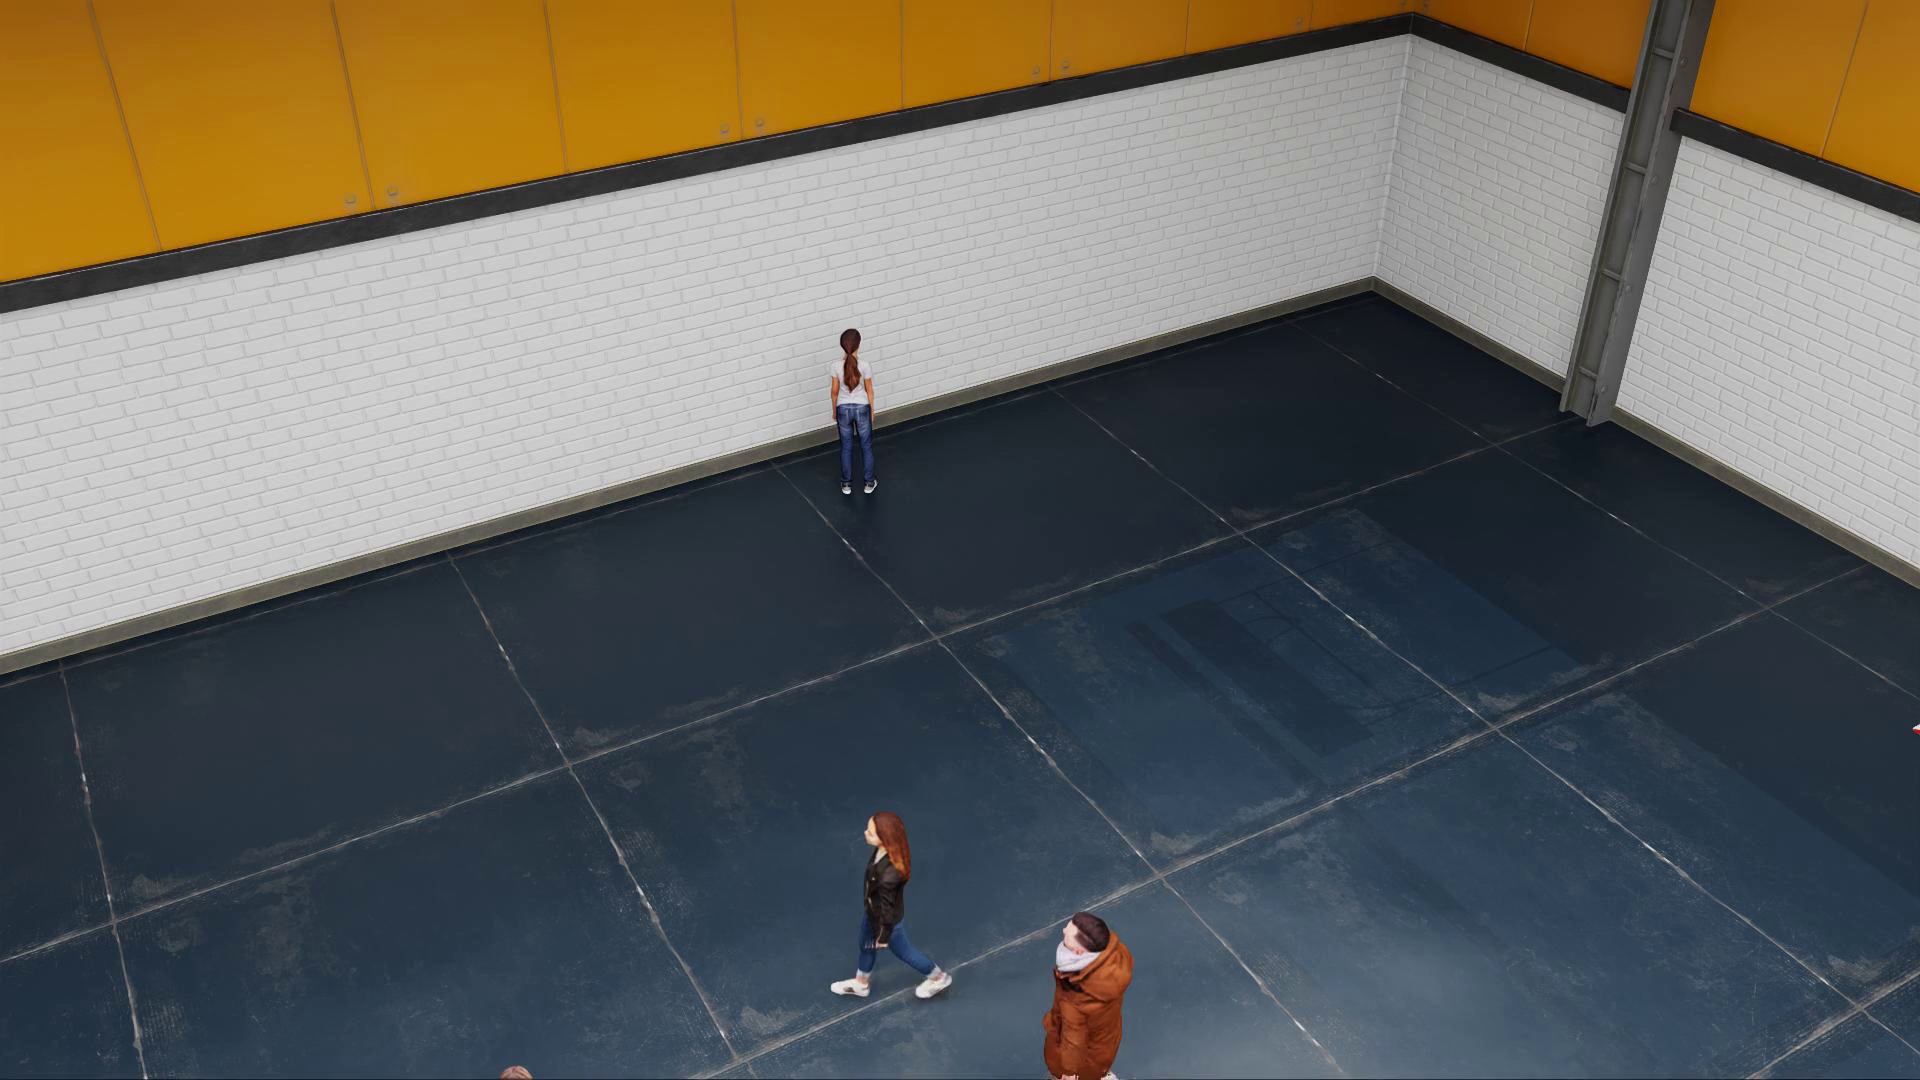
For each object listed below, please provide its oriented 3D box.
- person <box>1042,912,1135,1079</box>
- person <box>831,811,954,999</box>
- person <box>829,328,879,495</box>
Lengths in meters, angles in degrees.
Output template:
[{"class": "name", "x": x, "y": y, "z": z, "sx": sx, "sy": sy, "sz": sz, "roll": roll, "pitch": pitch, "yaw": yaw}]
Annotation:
[{"class": "person", "x": 0.722, "y": 2.624, "z": 8.637, "sx": 1.119, "sy": 1.818, "sz": 0.935, "roll": 22, "pitch": 40, "yaw": 30}, {"class": "person", "x": -0.353, "y": 2.154, "z": 9.671, "sx": 0.862, "sy": 1.454, "sz": 0.975, "roll": -5, "pitch": 34, "yaw": -7}, {"class": "person", "x": -0.929, "y": -1.133, "z": 14.520, "sx": 0.624, "sy": 1.562, "sz": 0.660, "roll": 1, "pitch": 34, "yaw": 2}]
